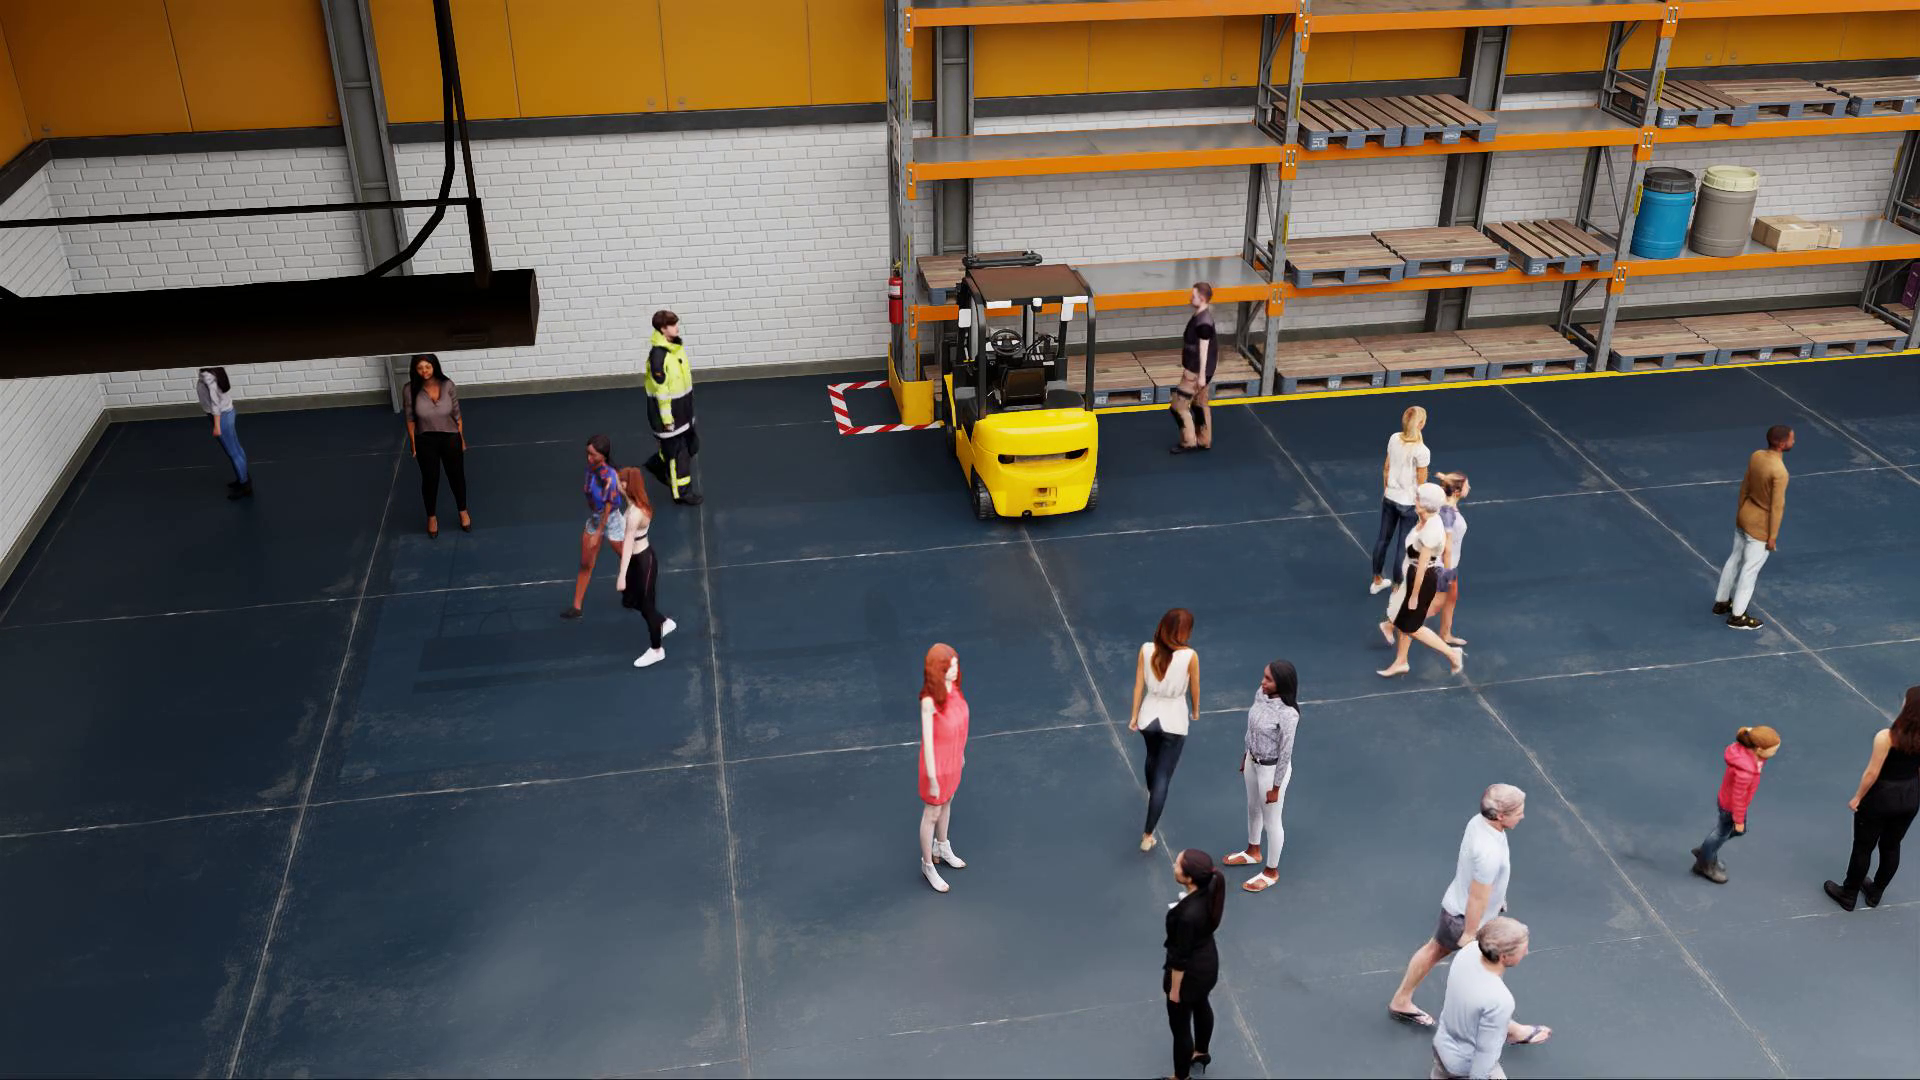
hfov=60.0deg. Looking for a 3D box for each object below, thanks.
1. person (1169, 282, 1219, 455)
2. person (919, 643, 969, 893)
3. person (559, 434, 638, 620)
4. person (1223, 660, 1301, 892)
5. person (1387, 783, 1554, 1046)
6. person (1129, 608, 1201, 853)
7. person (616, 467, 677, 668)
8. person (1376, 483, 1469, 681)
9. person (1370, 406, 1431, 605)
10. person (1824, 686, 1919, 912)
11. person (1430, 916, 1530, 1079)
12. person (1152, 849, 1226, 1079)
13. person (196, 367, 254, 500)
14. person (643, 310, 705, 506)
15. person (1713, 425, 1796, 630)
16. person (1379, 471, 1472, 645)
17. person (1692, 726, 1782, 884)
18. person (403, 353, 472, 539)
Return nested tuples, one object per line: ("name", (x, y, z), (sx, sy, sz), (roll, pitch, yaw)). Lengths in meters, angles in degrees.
("person", (2.496, -1.713, 16.771), (0.777, 1.826, 0.772), (3, 29, 5))
("person", (-0.127, 1.470, 10.933), (0.697, 1.828, 0.672), (13, 31, 23))
("person", (-2.878, -0.111, 13.976), (1.177, 1.690, 1.043), (-26, 38, -38))
("person", (2.023, 1.518, 10.952), (0.572, 1.725, 0.625), (-10, 30, -17))
("person", (2.869, 2.166, 9.701), (1.265, 1.785, 0.994), (8, 30, 14))
("person", (1.364, 1.312, 11.316), (1.088, 1.737, 1.059), (13, 31, 22))
("person", (-2.484, 0.189, 13.371), (0.772, 1.743, 0.659), (-10, 30, -18))
("person", (3.691, 0.392, 13.012), (1.010, 1.729, 0.832), (6, 29, 11))
("person", (3.771, -0.311, 14.219), (0.632, 1.808, 0.672), (-17, 33, -29))
("person", (5.986, 1.668, 10.716), (0.509, 1.688, 0.656), (-2, 29, -4))
("person", (2.545, 2.705, 8.628), (0.799, 1.867, 0.680), (-6, 29, -11))
("person", (1.312, 2.426, 9.357), (0.743, 1.658, 0.690), (17, 33, 29))
("person", (-7.083, -1.177, 15.991), (0.538, 1.631, 0.620), (-8, 30, -14))
("person", (-2.811, -1.258, 15.786), (1.048, 1.969, 0.963), (7, 29, 12))
("person", (6.644, -0.130, 13.878), (0.525, 1.816, 0.627), (-4, 29, -8))
("person", (3.835, 0.194, 13.508), (1.032, 1.601, 0.799), (6, 29, 11))
("person", (5.048, 1.726, 11.019), (0.714, 1.297, 0.654), (16, 33, 27))
("person", (-4.788, -0.895, 15.256), (0.616, 1.840, 0.769), (-12, 31, -21))
